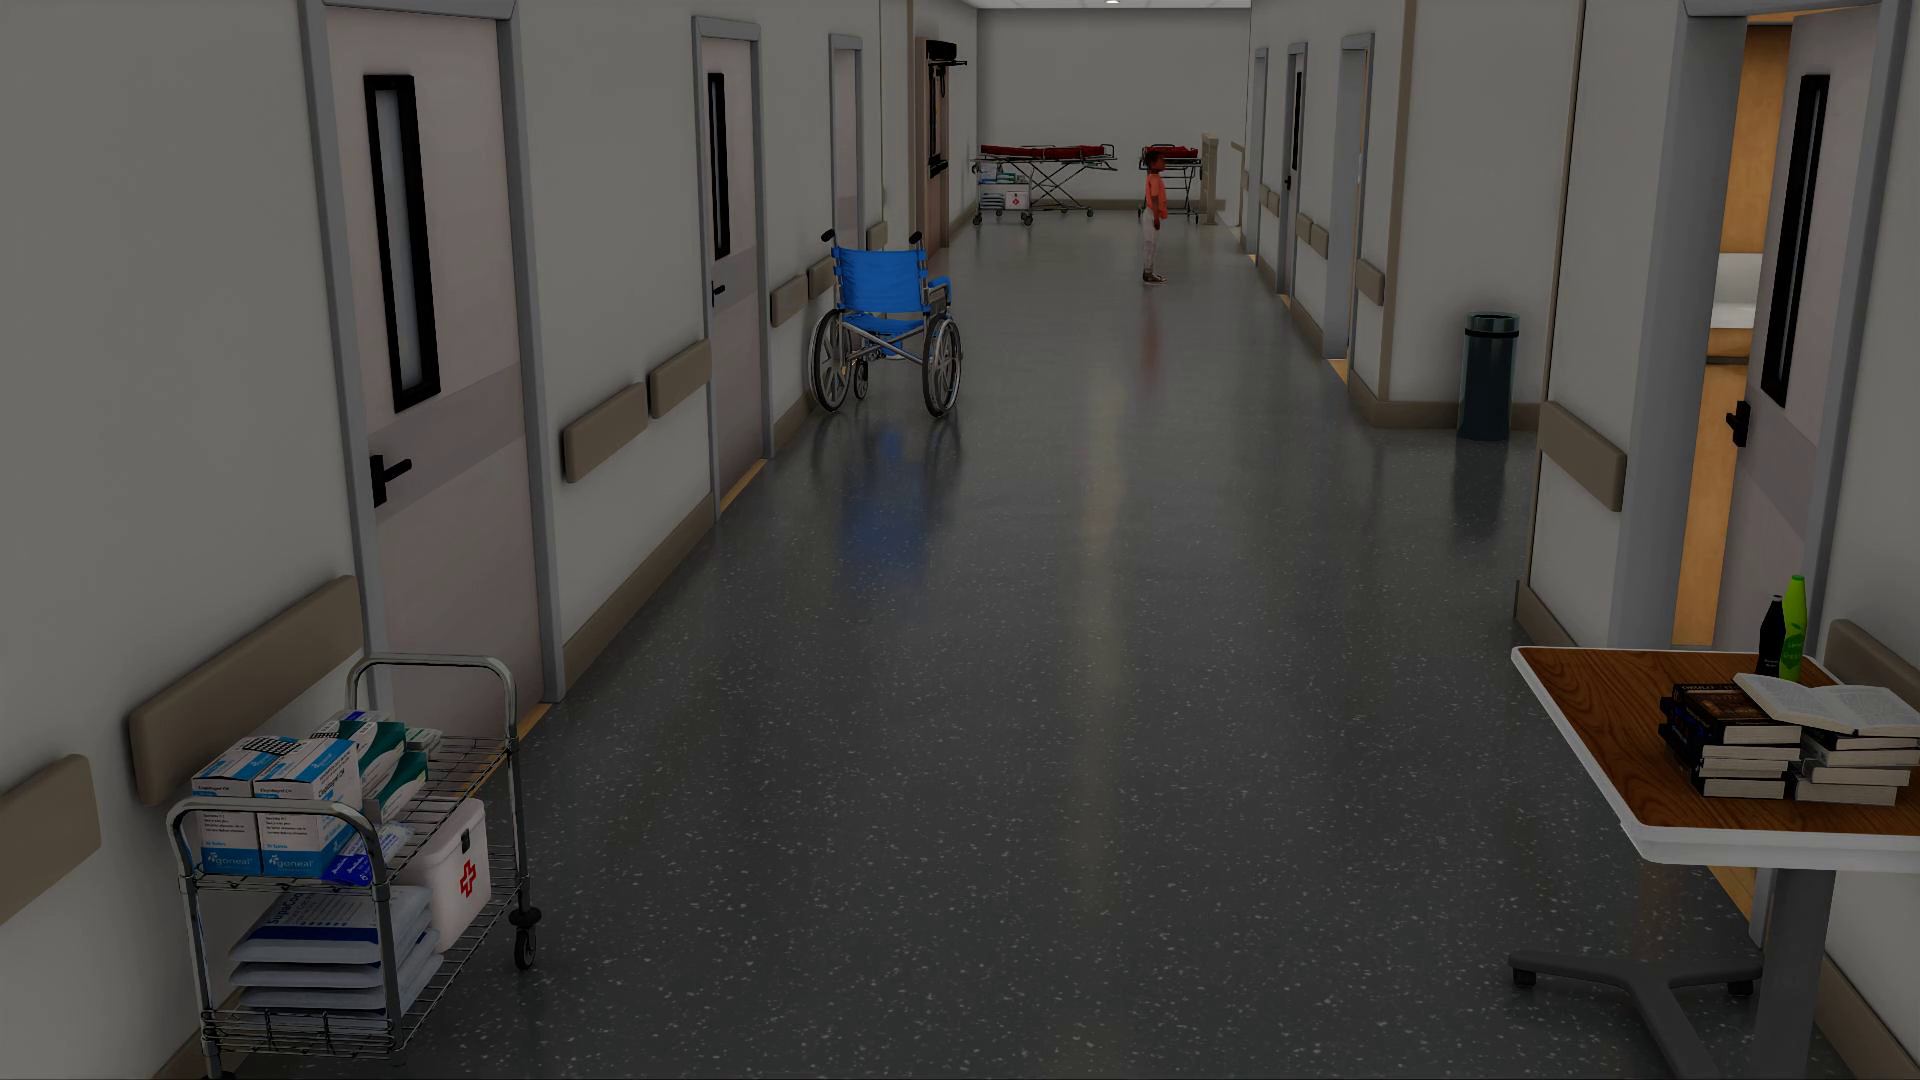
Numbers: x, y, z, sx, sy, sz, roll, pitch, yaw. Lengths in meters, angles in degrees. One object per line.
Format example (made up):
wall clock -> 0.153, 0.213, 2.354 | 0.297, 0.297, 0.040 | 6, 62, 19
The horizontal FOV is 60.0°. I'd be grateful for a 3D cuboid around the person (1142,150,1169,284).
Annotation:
person -> 1.951, -3.271, 16.812 | 0.550, 1.311, 0.404 | 1, 16, 4
